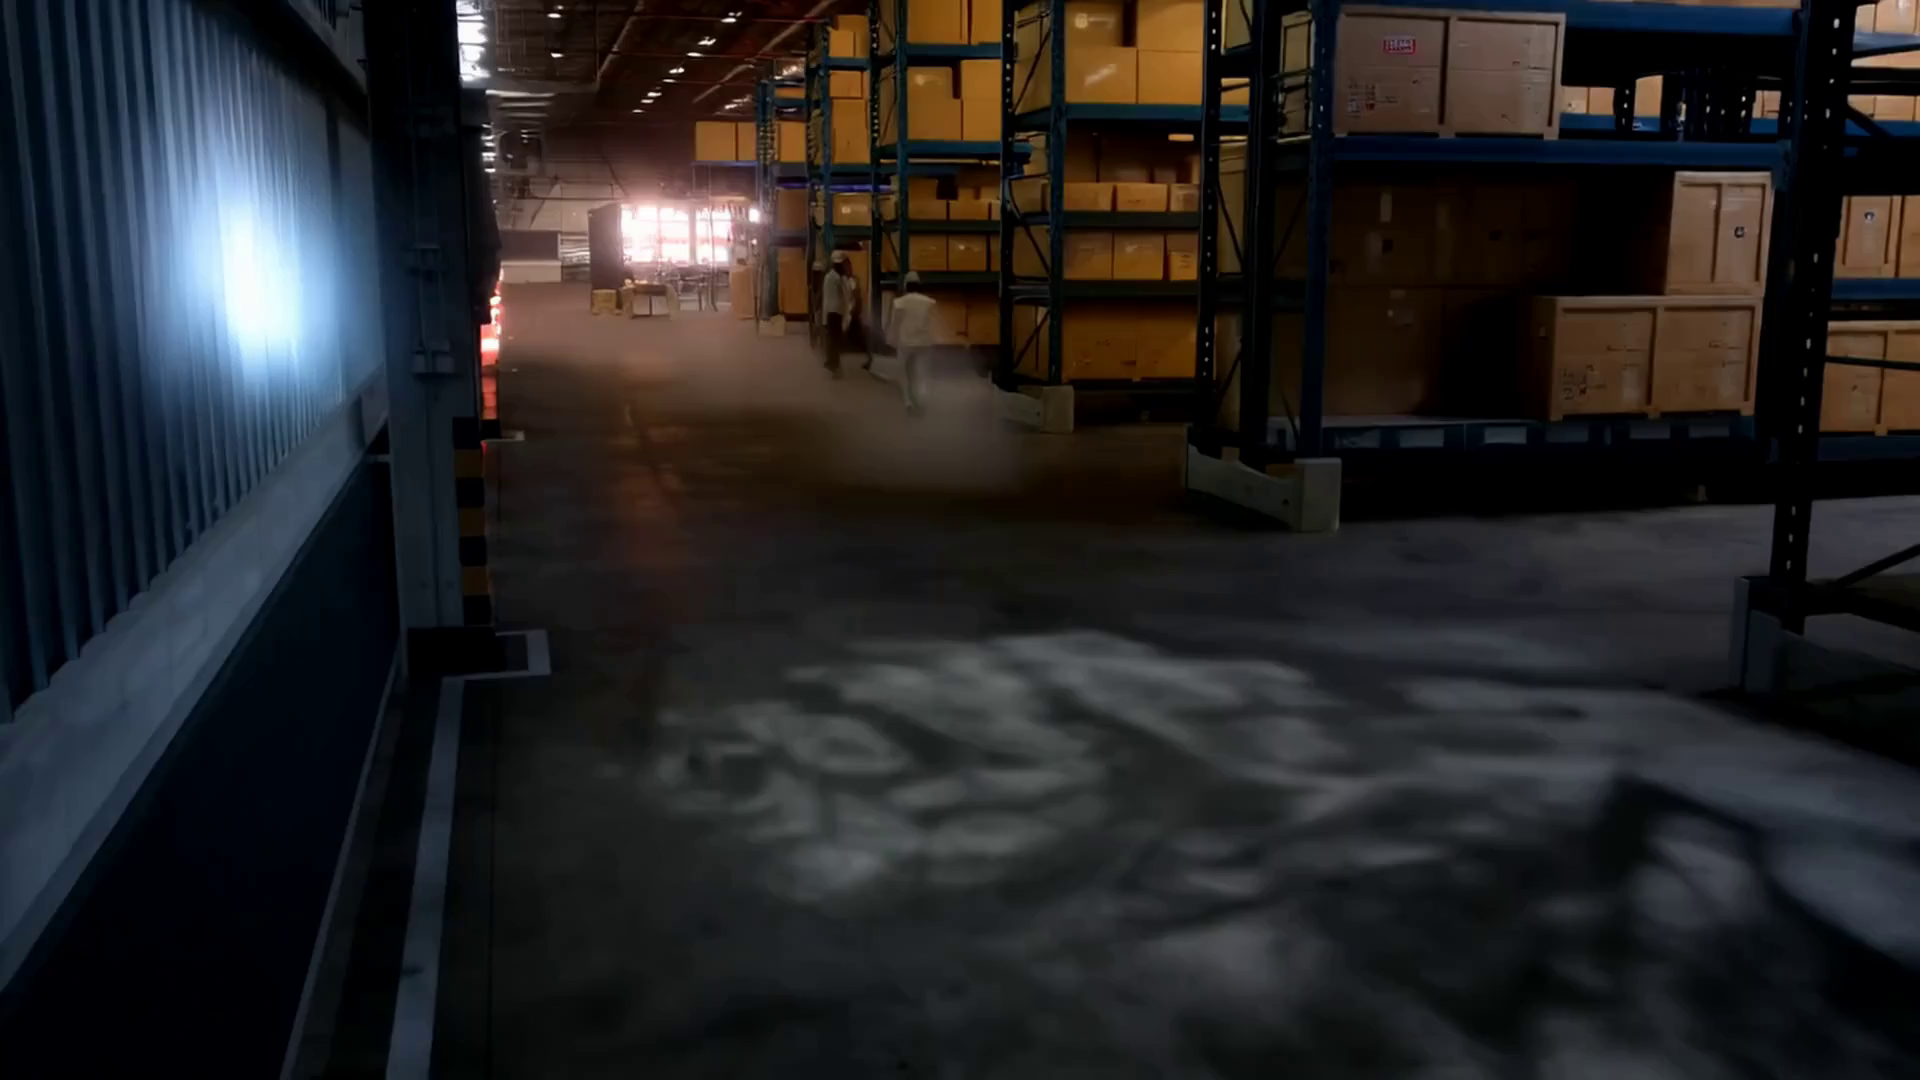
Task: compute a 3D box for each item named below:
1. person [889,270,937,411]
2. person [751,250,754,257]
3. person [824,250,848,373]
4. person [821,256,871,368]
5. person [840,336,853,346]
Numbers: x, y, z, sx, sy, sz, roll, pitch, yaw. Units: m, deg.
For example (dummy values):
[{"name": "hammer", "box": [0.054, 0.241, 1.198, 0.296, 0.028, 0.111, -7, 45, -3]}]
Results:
[{"name": "person", "box": [-0.592, -2.465, 20.561, 0.592, 1.731, 0.472, -3, 10, -14]}, {"name": "person", "box": [-9.138, -11.896, 73.658, 0.564, 1.846, 0.394, -2, 10, -12]}, {"name": "person", "box": [-1.989, -3.662, 26.775, 0.380, 1.965, 0.753, -1, 10, -5]}, {"name": "person", "box": [-1.808, -3.781, 27.654, 0.989, 1.859, 0.557, 0, 10, 3]}, {"name": "person", "box": [-2.343, -4.845, 33.815, 0.426, 1.816, 0.621, -3, 10, -17]}]
